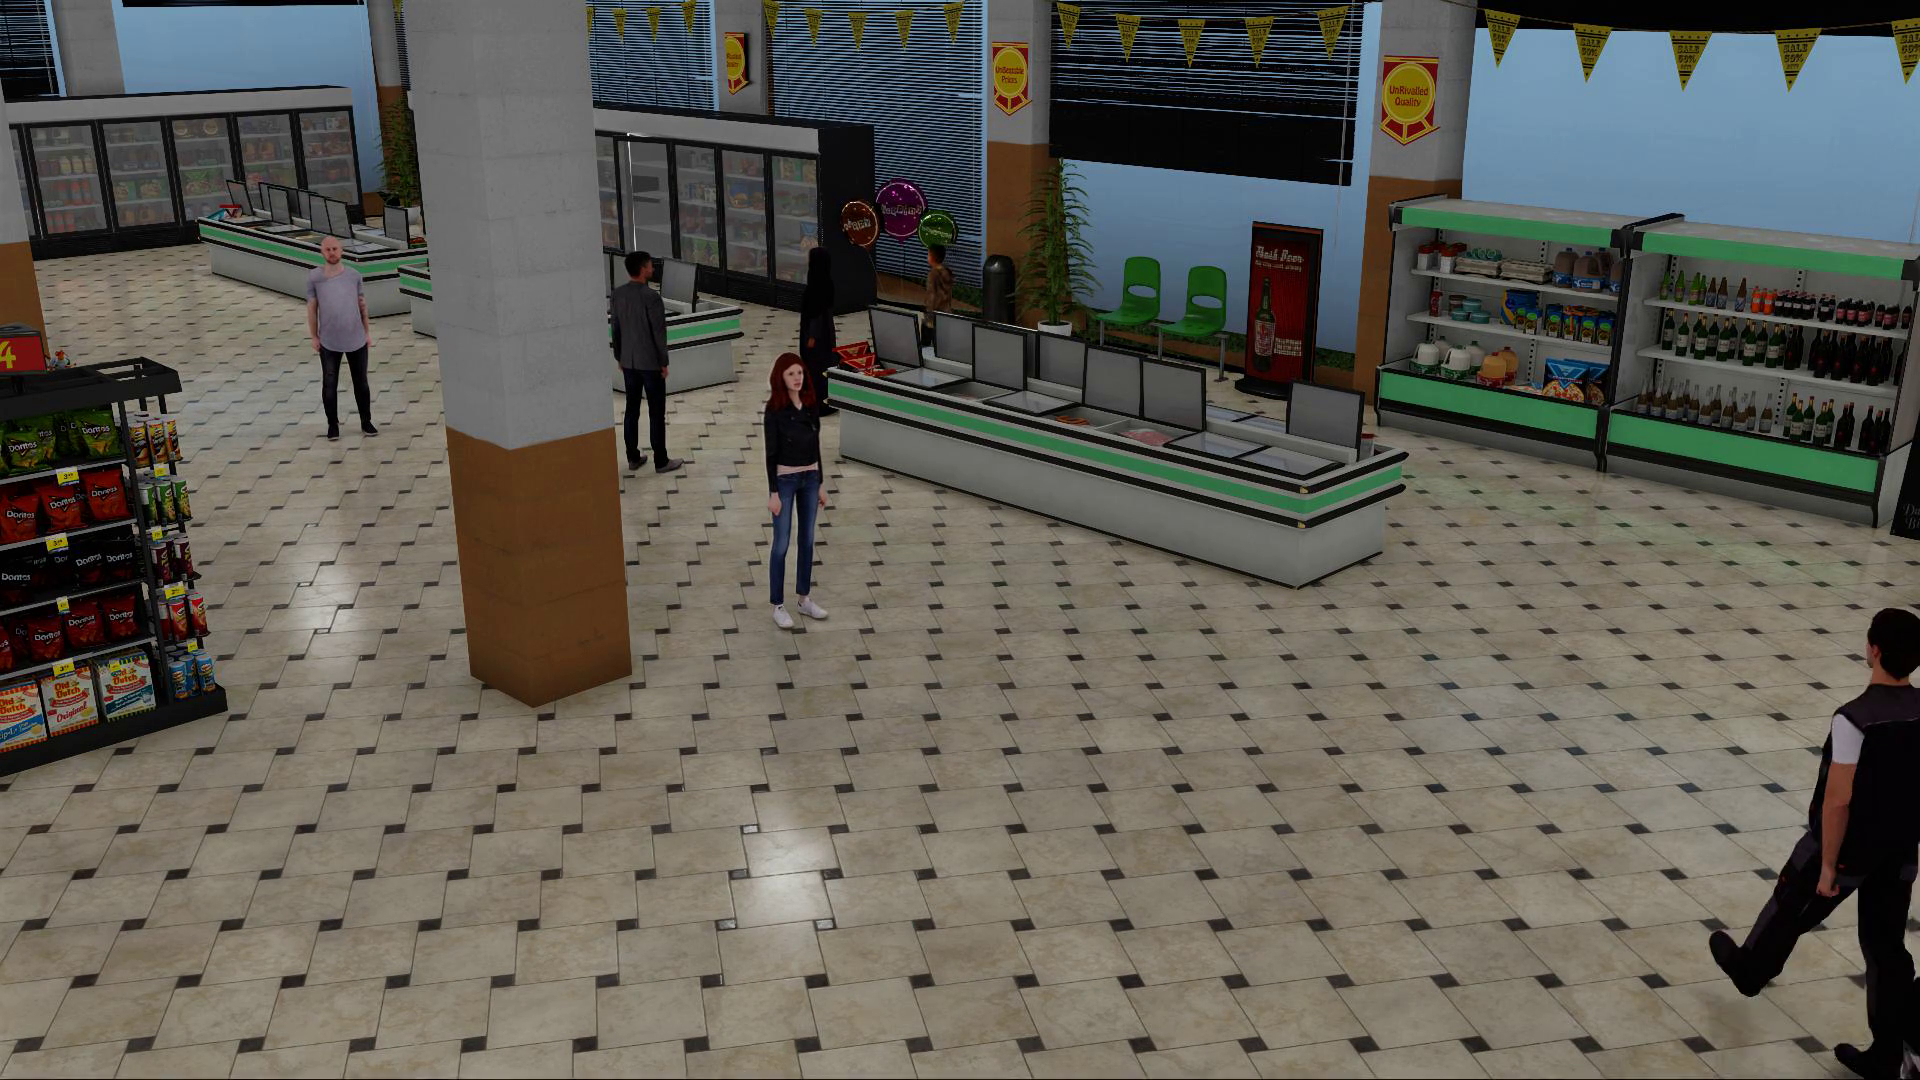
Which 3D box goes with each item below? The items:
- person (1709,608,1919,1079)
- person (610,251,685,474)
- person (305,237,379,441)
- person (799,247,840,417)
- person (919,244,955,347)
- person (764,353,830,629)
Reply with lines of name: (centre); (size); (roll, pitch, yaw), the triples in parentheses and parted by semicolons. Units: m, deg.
person: (3.434, 1.195, 6.171); (1.053, 1.806, 1.227); (-4, 19, -11)
person: (-2.682, -1.507, 14.082); (0.661, 1.871, 0.826); (8, 20, 23)
person: (-5.624, -1.846, 15.142); (0.733, 1.837, 0.672); (-11, 21, -29)
person: (-1.357, -2.010, 15.976); (0.747, 1.615, 0.710); (4, 19, 11)
person: (-0.180, -2.308, 17.130); (0.682, 1.443, 0.631); (14, 23, 36)
person: (-1.062, -0.326, 10.713); (0.597, 1.787, 0.547); (-15, 24, -37)
